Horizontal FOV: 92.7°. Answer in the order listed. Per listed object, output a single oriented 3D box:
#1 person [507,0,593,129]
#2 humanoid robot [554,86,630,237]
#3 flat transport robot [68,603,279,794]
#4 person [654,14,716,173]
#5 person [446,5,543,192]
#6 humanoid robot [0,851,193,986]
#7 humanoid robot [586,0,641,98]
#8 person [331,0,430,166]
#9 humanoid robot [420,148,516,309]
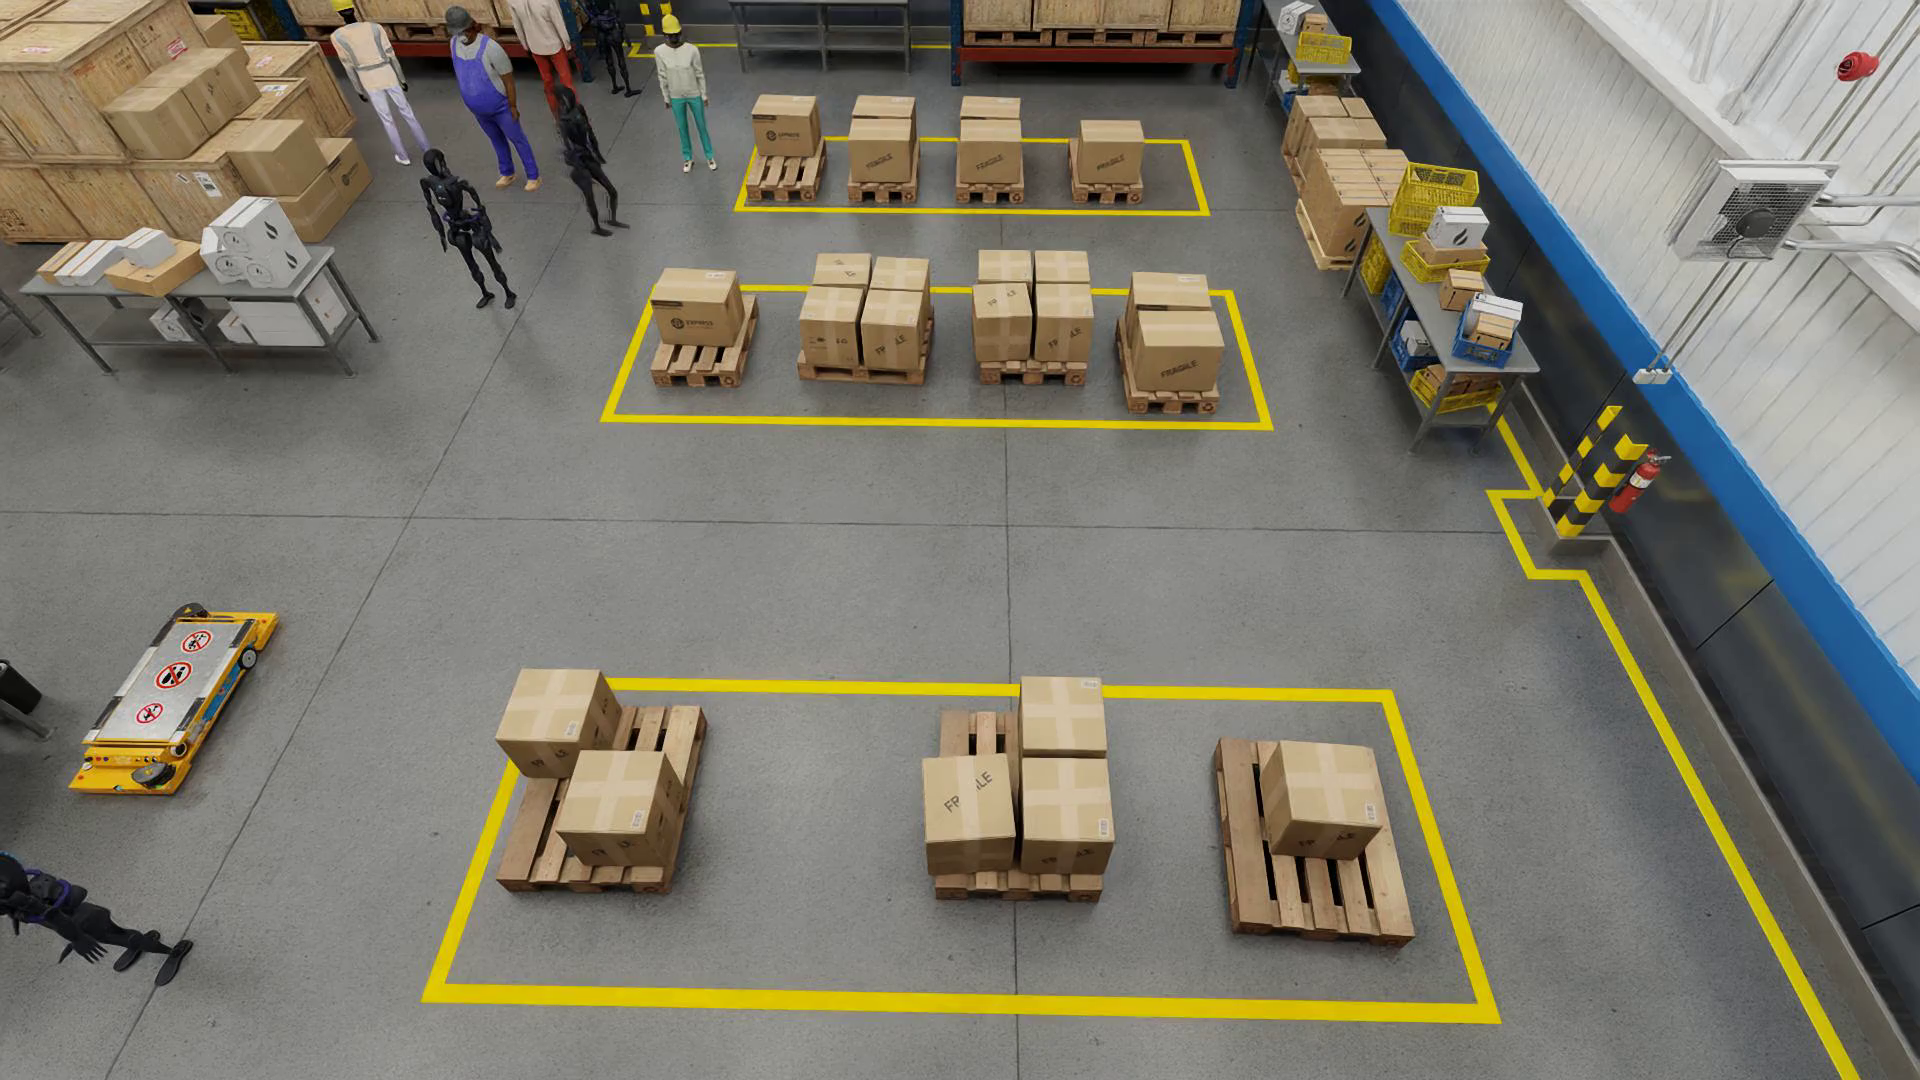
[{"bbox_3d":[-5.156,-6.175,11.462,0.622,1.992,0.389,2,50,2],"label":"person"},{"bbox_3d":[-3.989,-4.047,9.870,0.499,1.645,0.642,11,51,9],"label":"humanoid robot"},{"bbox_3d":[-5.504,1.072,6.442,0.652,0.197,1.431,1,50,1],"label":"flat transport robot"},{"bbox_3d":[-3.242,-5.237,10.819,0.528,1.767,0.319,-8,50,-6],"label":"person"},{"bbox_3d":[-5.348,-4.975,10.417,0.679,2.000,0.538,13,51,10],"label":"person"},{"bbox_3d":[-4.756,1.960,4.777,0.586,1.657,0.331,13,51,11],"label":"humanoid robot"},{"bbox_3d":[-4.681,-6.820,12.206,0.599,1.657,0.325,24,54,19],"label":"humanoid robot"},{"bbox_3d":[-6.926,-5.473,10.922,0.582,1.918,0.405,-31,56,-23],"label":"person"},{"bbox_3d":[-4.831,-3.015,8.986,0.599,1.657,0.325,2,50,2],"label":"humanoid robot"}]
